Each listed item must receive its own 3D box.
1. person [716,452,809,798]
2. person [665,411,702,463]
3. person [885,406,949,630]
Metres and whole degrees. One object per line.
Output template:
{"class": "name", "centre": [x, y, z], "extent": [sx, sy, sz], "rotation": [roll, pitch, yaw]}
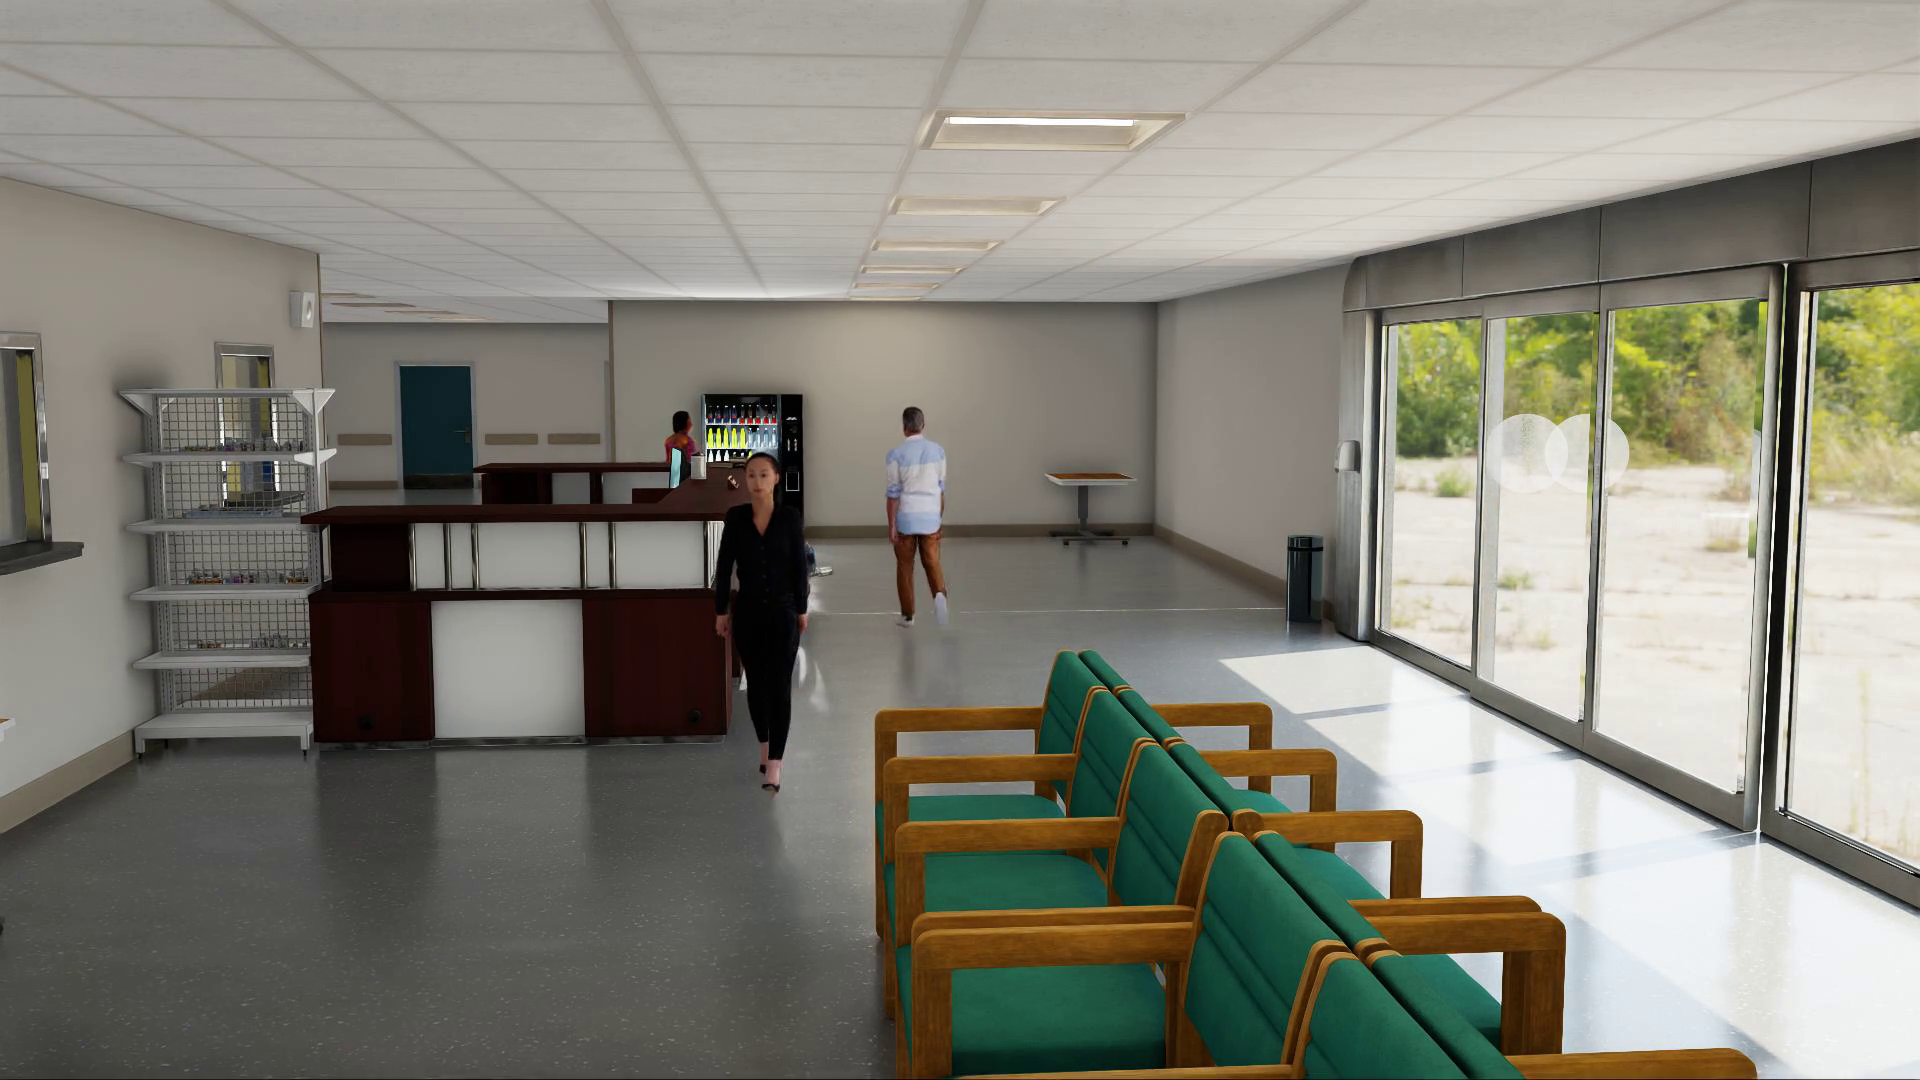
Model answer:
{"class": "person", "centre": [-0.980, 0.425, 8.386], "extent": [0.982, 1.659, 0.706], "rotation": [0, 6, -1]}
{"class": "person", "centre": [-3.212, -0.682, 19.332], "extent": [0.781, 1.669, 0.841], "rotation": [5, 7, 40]}
{"class": "person", "centre": [-0.312, -0.155, 13.398], "extent": [0.984, 1.809, 0.875], "rotation": [-2, 6, -19]}
